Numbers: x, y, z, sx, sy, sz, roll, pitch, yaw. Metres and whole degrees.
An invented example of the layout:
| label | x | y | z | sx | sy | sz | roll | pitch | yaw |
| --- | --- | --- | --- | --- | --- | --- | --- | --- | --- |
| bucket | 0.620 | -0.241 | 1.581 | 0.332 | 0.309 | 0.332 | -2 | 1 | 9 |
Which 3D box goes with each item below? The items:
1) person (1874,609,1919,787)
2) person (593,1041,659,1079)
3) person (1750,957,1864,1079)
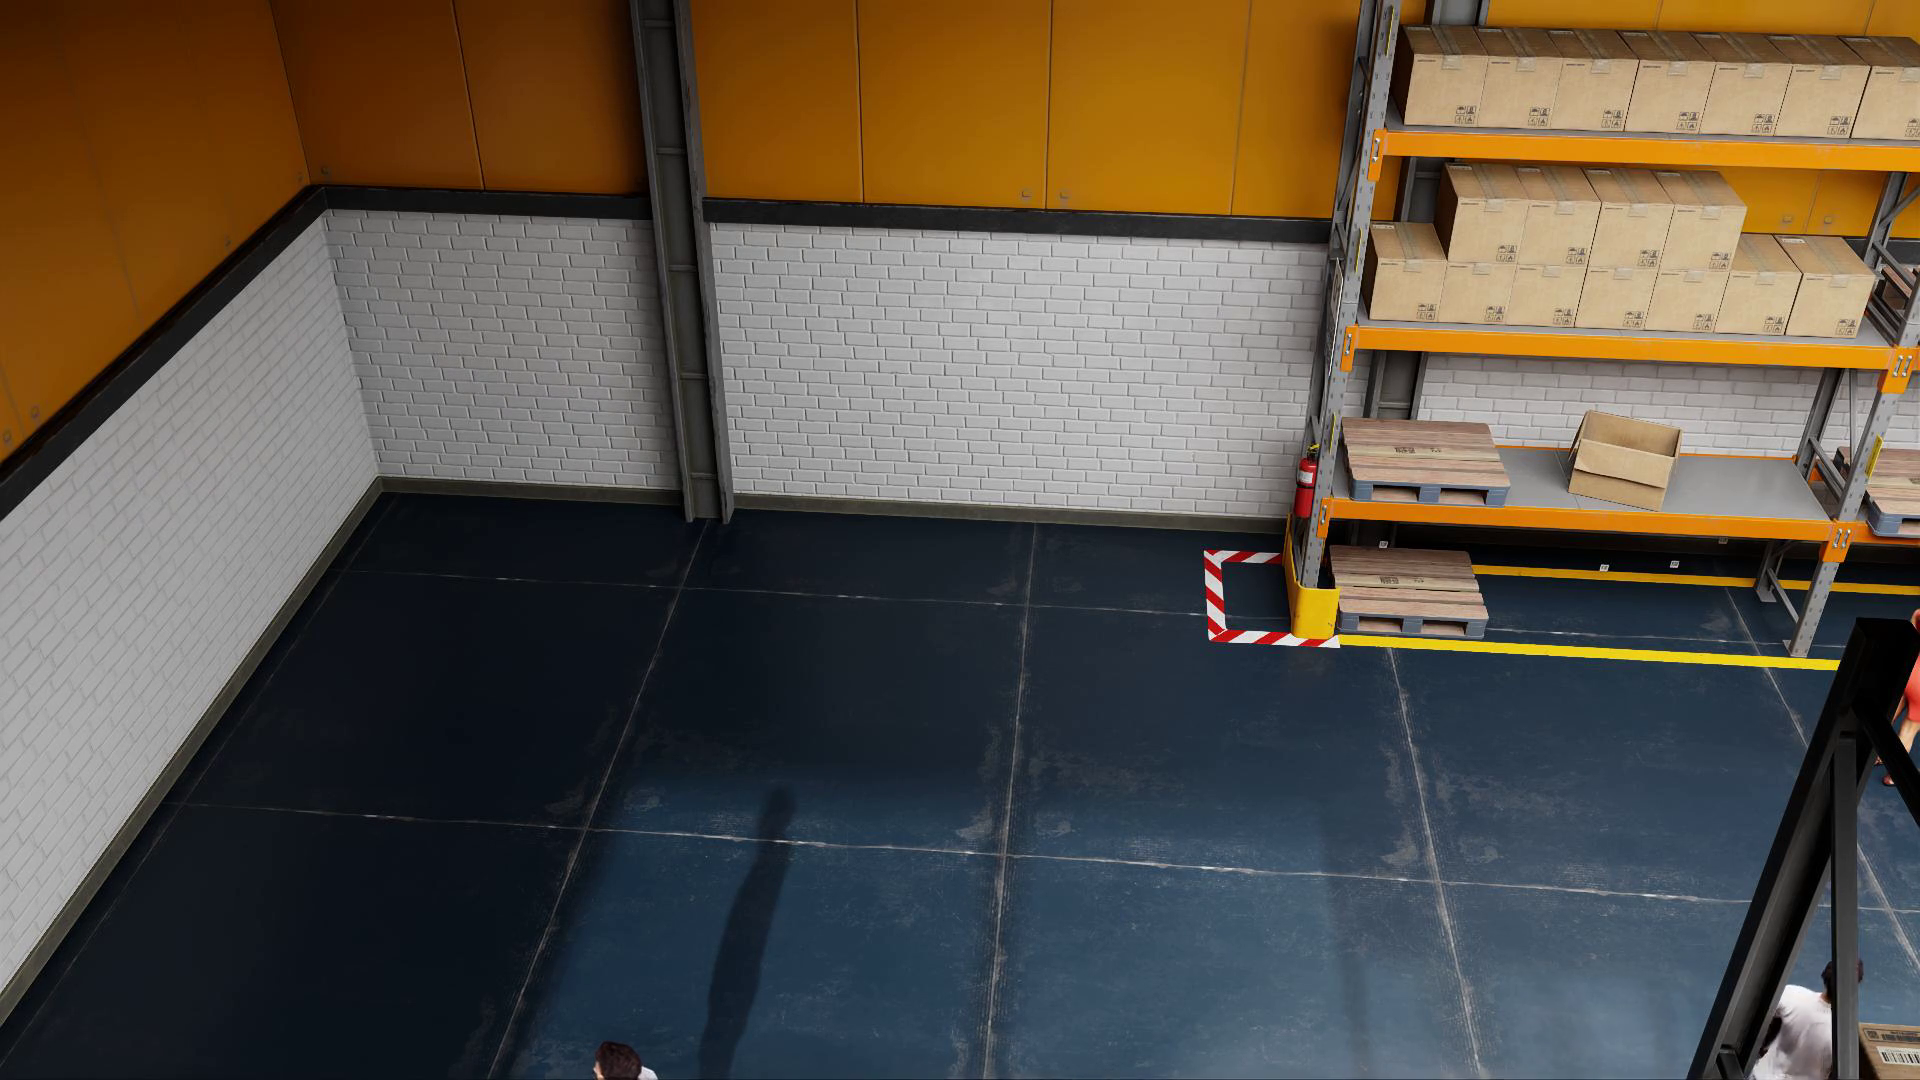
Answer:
| label | x | y | z | sx | sy | sz | roll | pitch | yaw |
| --- | --- | --- | --- | --- | --- | --- | --- | --- | --- |
| person | 6.854 | 1.023 | 11.902 | 0.650 | 1.719 | 0.659 | -10 | 35 | -14 |
| person | -1.613 | 3.212 | 8.418 | 0.574 | 1.931 | 0.662 | 3 | 34 | 4 |
| person | 4.405 | 2.961 | 8.899 | 1.227 | 1.816 | 1.183 | -26 | 42 | -34 |
